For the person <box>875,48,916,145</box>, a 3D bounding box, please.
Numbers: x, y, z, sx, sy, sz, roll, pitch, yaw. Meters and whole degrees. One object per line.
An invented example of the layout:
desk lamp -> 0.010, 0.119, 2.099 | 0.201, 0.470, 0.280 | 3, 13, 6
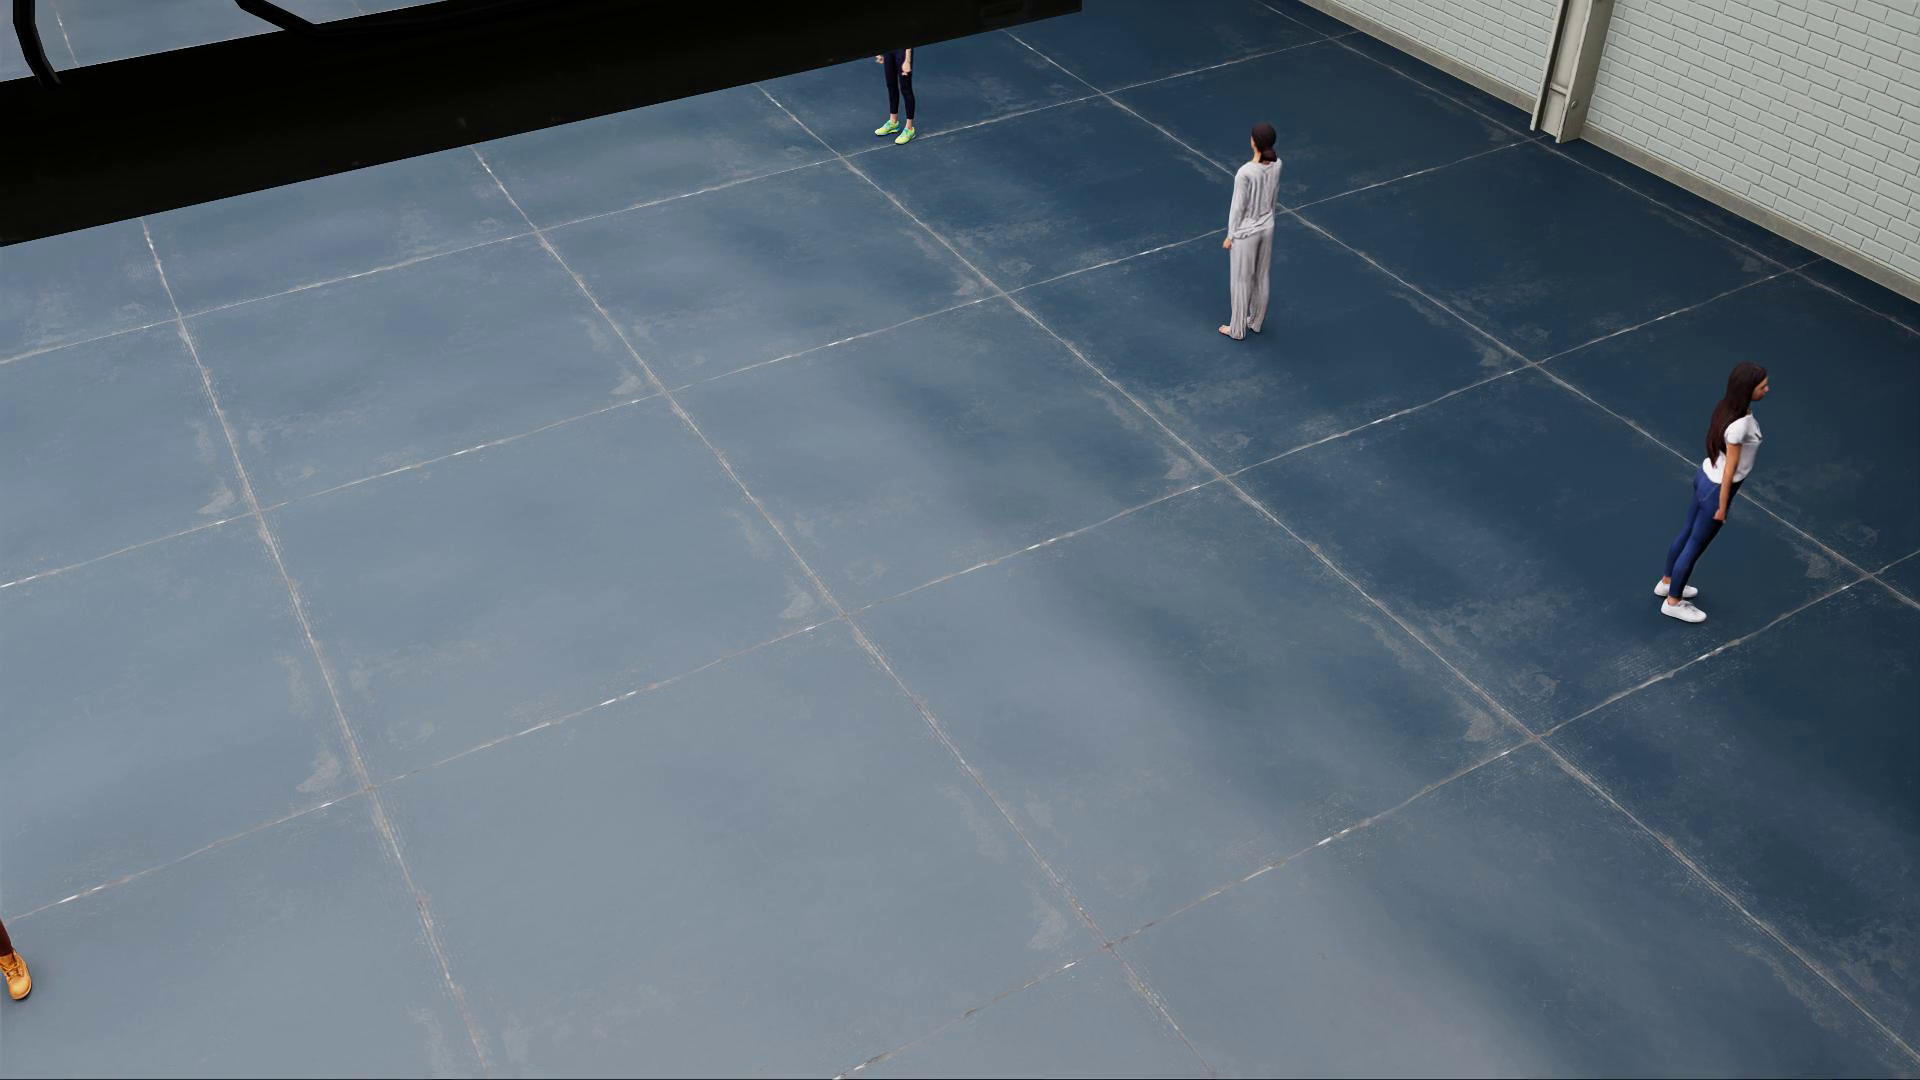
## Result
person -> -0.589, -4.607, 15.691 | 0.699, 1.701, 0.543 | -30, 47, -32

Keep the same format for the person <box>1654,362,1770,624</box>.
person -> 4.578, -0.301, 10.128 | 0.719, 1.774, 0.660 | 10, 39, 12

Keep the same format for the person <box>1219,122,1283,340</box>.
person -> 2.255, -2.360, 12.761 | 0.577, 1.773, 0.512 | -20, 42, -24
